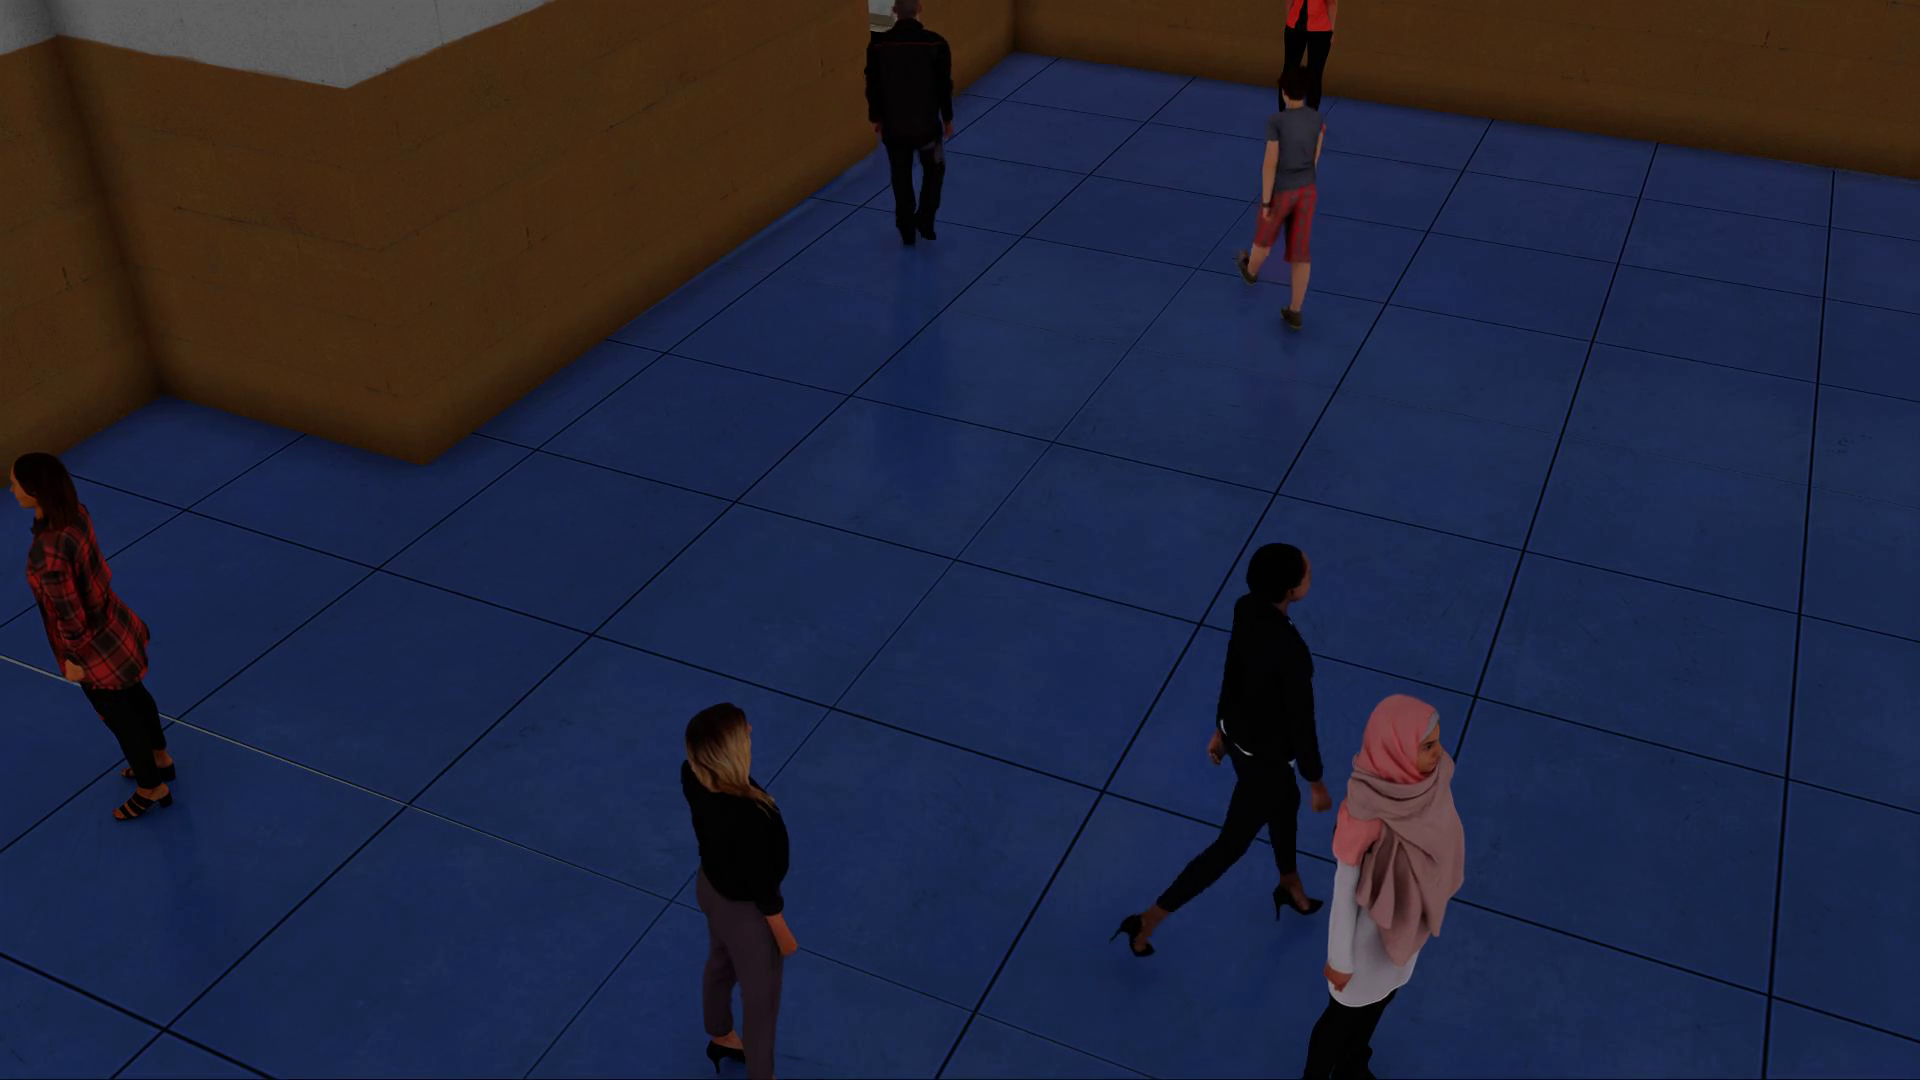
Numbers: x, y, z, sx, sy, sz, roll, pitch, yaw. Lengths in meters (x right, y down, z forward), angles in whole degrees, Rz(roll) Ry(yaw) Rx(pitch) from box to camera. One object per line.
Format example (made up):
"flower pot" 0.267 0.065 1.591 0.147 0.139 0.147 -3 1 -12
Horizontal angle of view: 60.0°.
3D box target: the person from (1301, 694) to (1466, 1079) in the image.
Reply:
"person" 1.335 1.228 5.324 0.731 1.800 0.740 -24 41 -32

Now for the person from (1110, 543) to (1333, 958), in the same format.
"person" 0.979 0.835 5.923 1.193 1.790 1.055 -7 34 -11

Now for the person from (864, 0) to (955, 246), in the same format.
"person" -0.330 -2.885 11.435 0.824 1.855 0.954 2 34 3

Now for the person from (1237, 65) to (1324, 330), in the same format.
"person" 2.122 -2.121 10.523 1.144 1.604 1.068 -5 34 -7

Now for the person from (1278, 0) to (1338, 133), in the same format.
"person" 2.821 -4.140 13.488 0.540 1.694 0.696 23 40 31

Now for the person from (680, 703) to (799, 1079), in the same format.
"person" -0.747 1.221 5.452 0.738 1.669 0.630 -21 39 -28

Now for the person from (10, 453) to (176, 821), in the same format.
"person" -3.476 0.384 6.679 0.742 1.703 0.700 -8 34 -12
